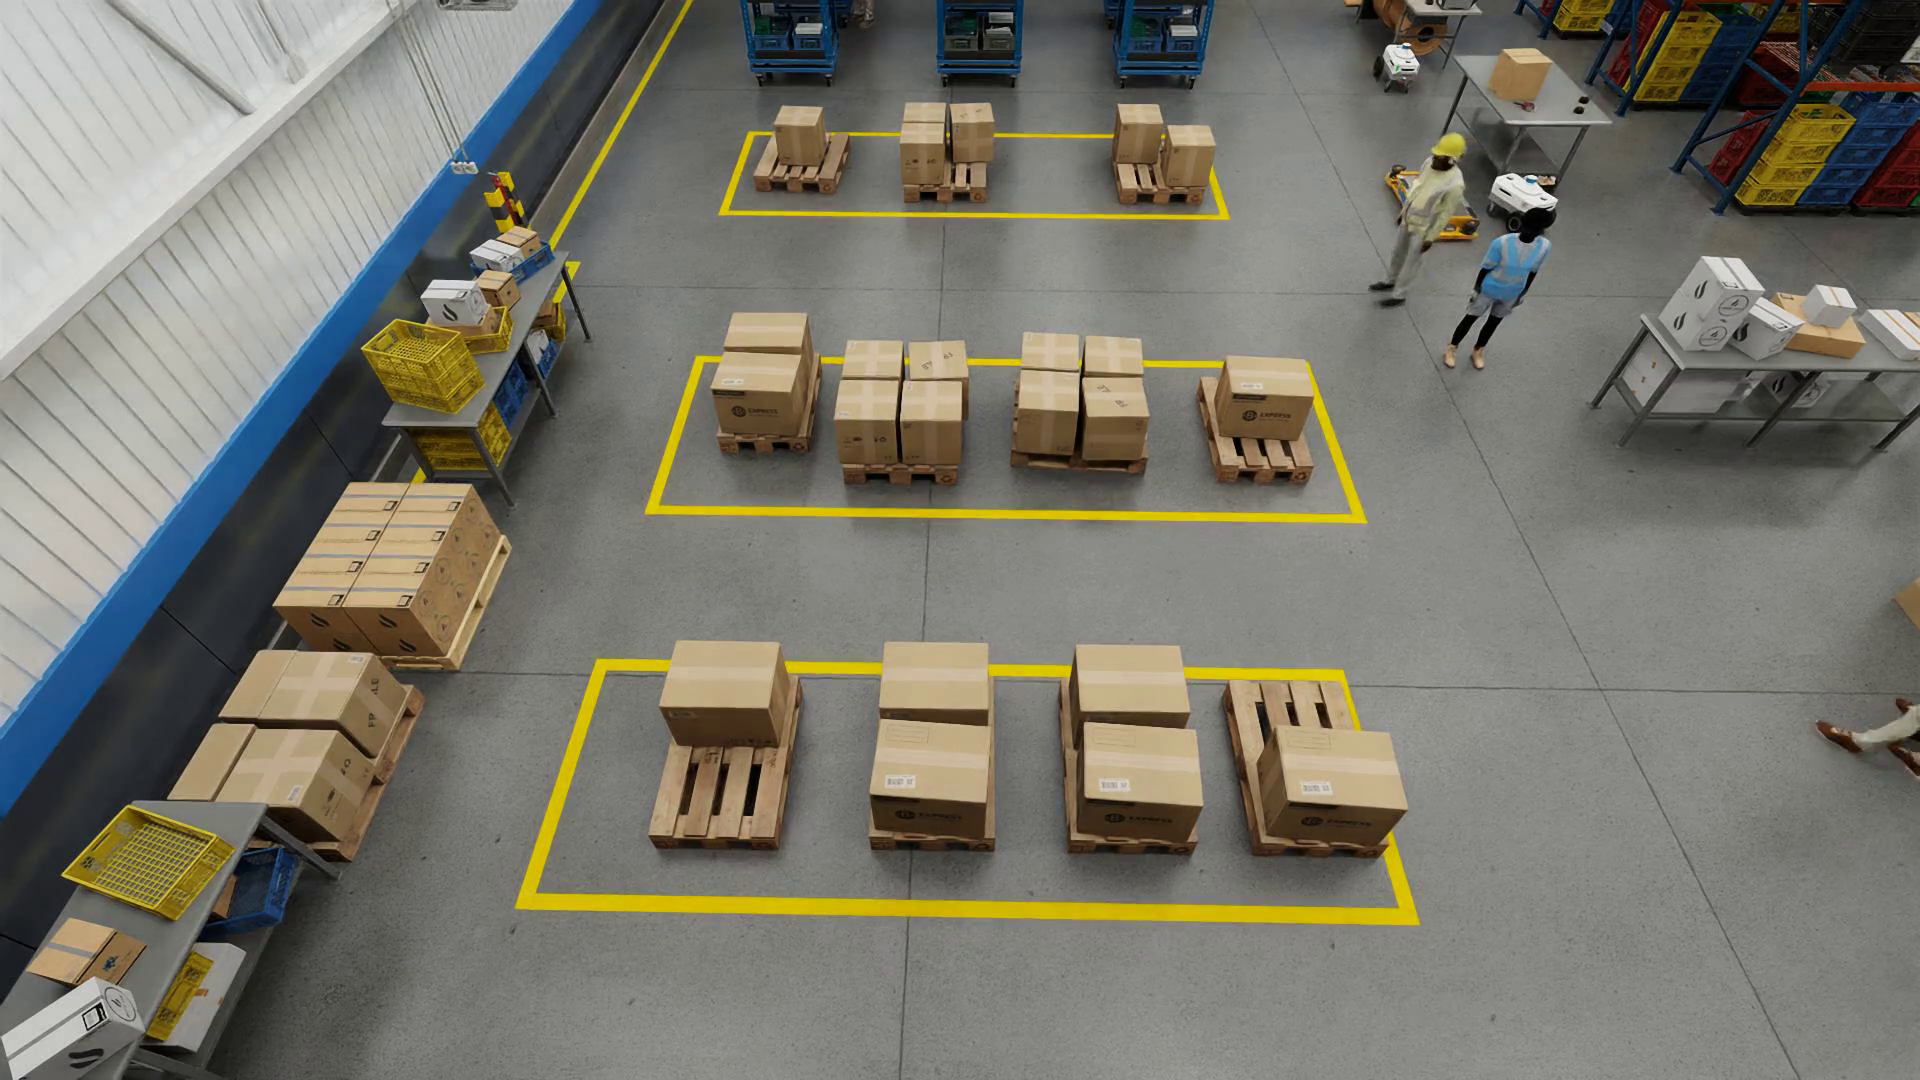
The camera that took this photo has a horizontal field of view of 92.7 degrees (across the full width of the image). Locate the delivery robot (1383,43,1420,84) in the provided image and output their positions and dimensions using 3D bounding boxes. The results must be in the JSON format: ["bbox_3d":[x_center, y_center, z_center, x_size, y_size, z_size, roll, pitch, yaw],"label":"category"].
[{"bbox_3d":[6.379,-6.917,13.256,0.477,0.478,0.707,3,49,2],"label":"delivery robot"}]

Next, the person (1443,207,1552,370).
[{"bbox_3d":[5.068,-2.346,8.614,0.530,1.691,0.318,5,49,5],"label":"person"}]

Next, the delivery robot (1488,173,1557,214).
[{"bbox_3d":[6.608,-4.038,10.764,0.477,0.478,0.707,-17,51,-15],"label":"delivery robot"}]

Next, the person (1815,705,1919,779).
[{"bbox_3d":[6.360,0.865,5.754,0.560,1.823,0.763,-29,55,-22],"label":"person"}]

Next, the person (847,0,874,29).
[{"bbox_3d":[-1.600,-9.109,14.268,0.376,1.995,0.612,-29,55,-23],"label":"person"}]

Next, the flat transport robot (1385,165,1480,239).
[{"bbox_3d":[5.692,-4.094,11.059,0.652,0.197,1.431,1,49,1],"label":"flat transport robot"}]

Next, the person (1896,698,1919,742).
[{"bbox_3d":[6.797,0.699,5.849,0.650,1.894,0.423,-5,49,-4],"label":"person"}]

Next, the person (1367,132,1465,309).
[{"bbox_3d":[4.646,-3.221,9.279,0.404,1.827,0.599,-10,50,-8],"label":"person"}]
